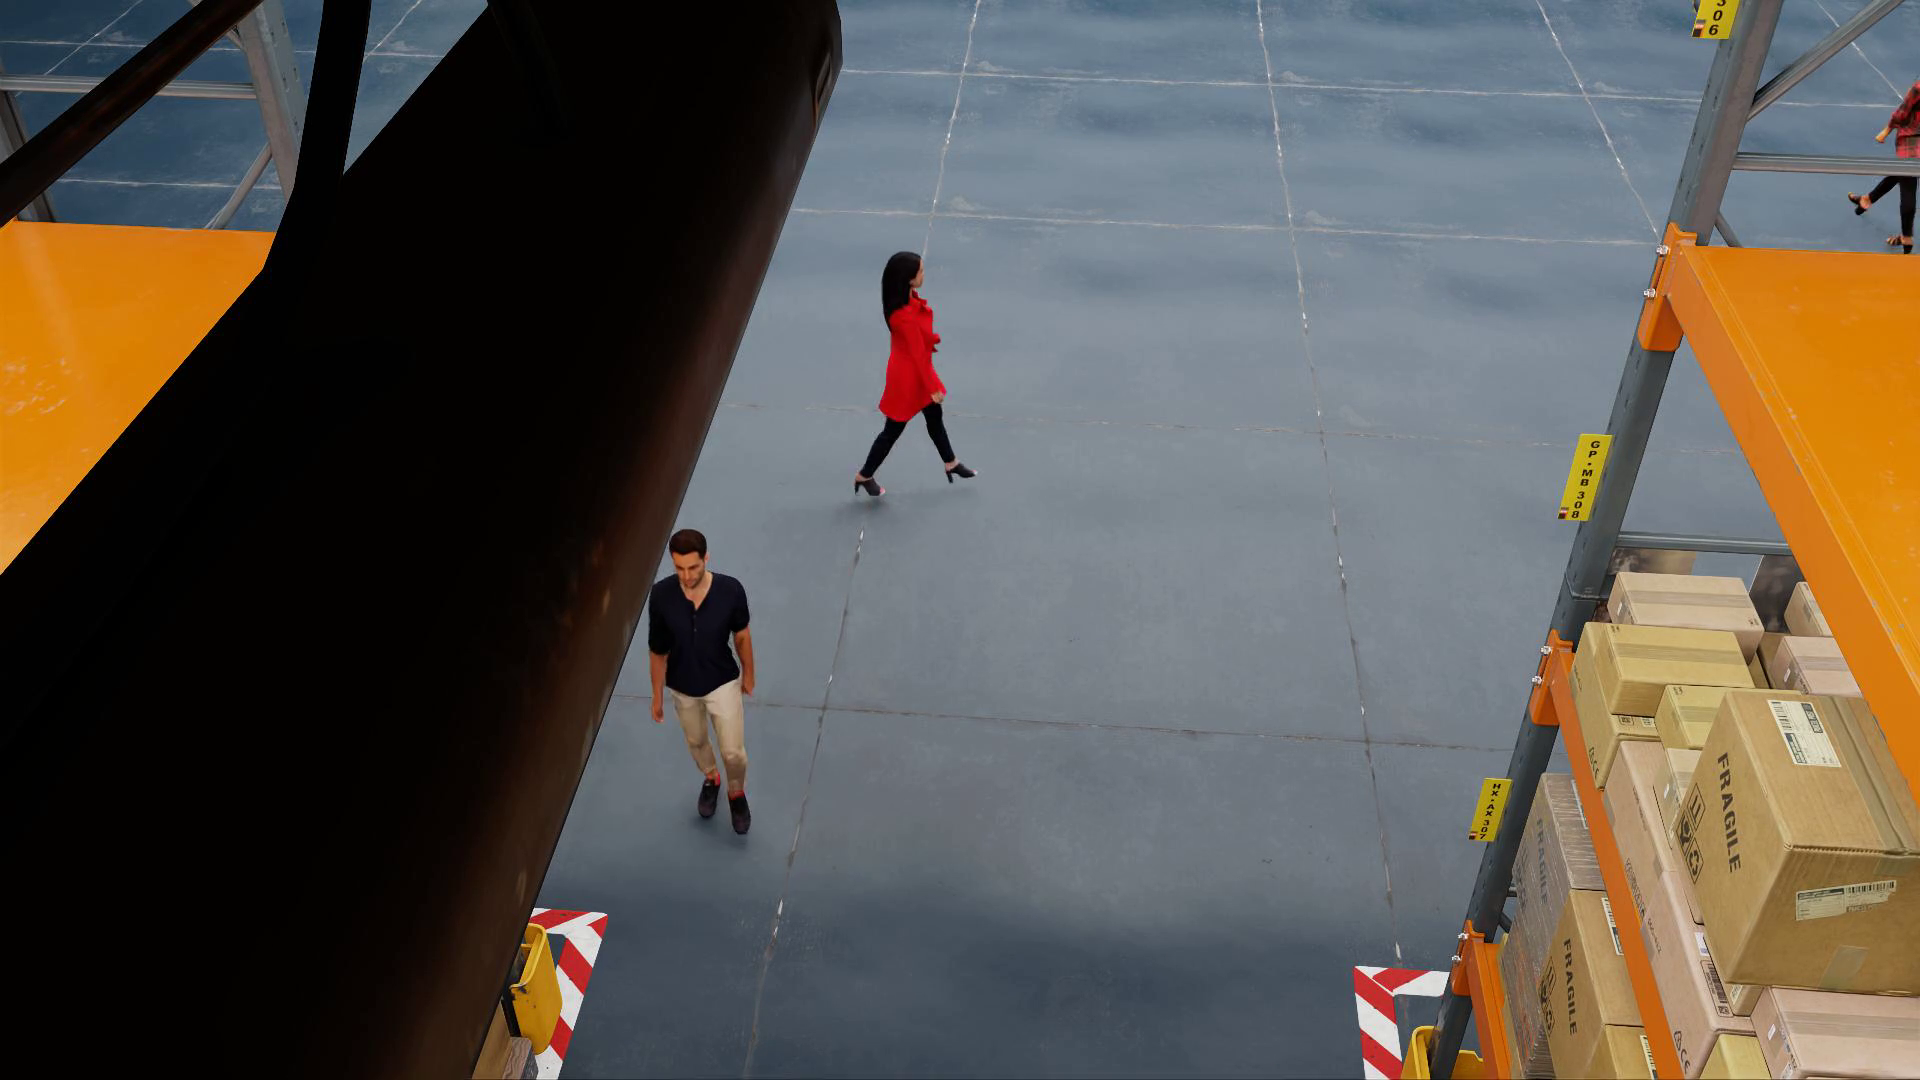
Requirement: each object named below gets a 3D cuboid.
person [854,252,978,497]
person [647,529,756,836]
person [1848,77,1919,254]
[{"bbox_3d":[-0.391,-0.959,10.340,0.795,1.705,1.020,-4,38,-5],"label":"person"},{"bbox_3d":[-1.256,0.635,8.196,0.676,1.836,0.673,0,38,0],"label":"person"},{"bbox_3d":[7.567,-3.063,13.069,0.904,1.655,1.157,-12,40,-15],"label":"person"}]
